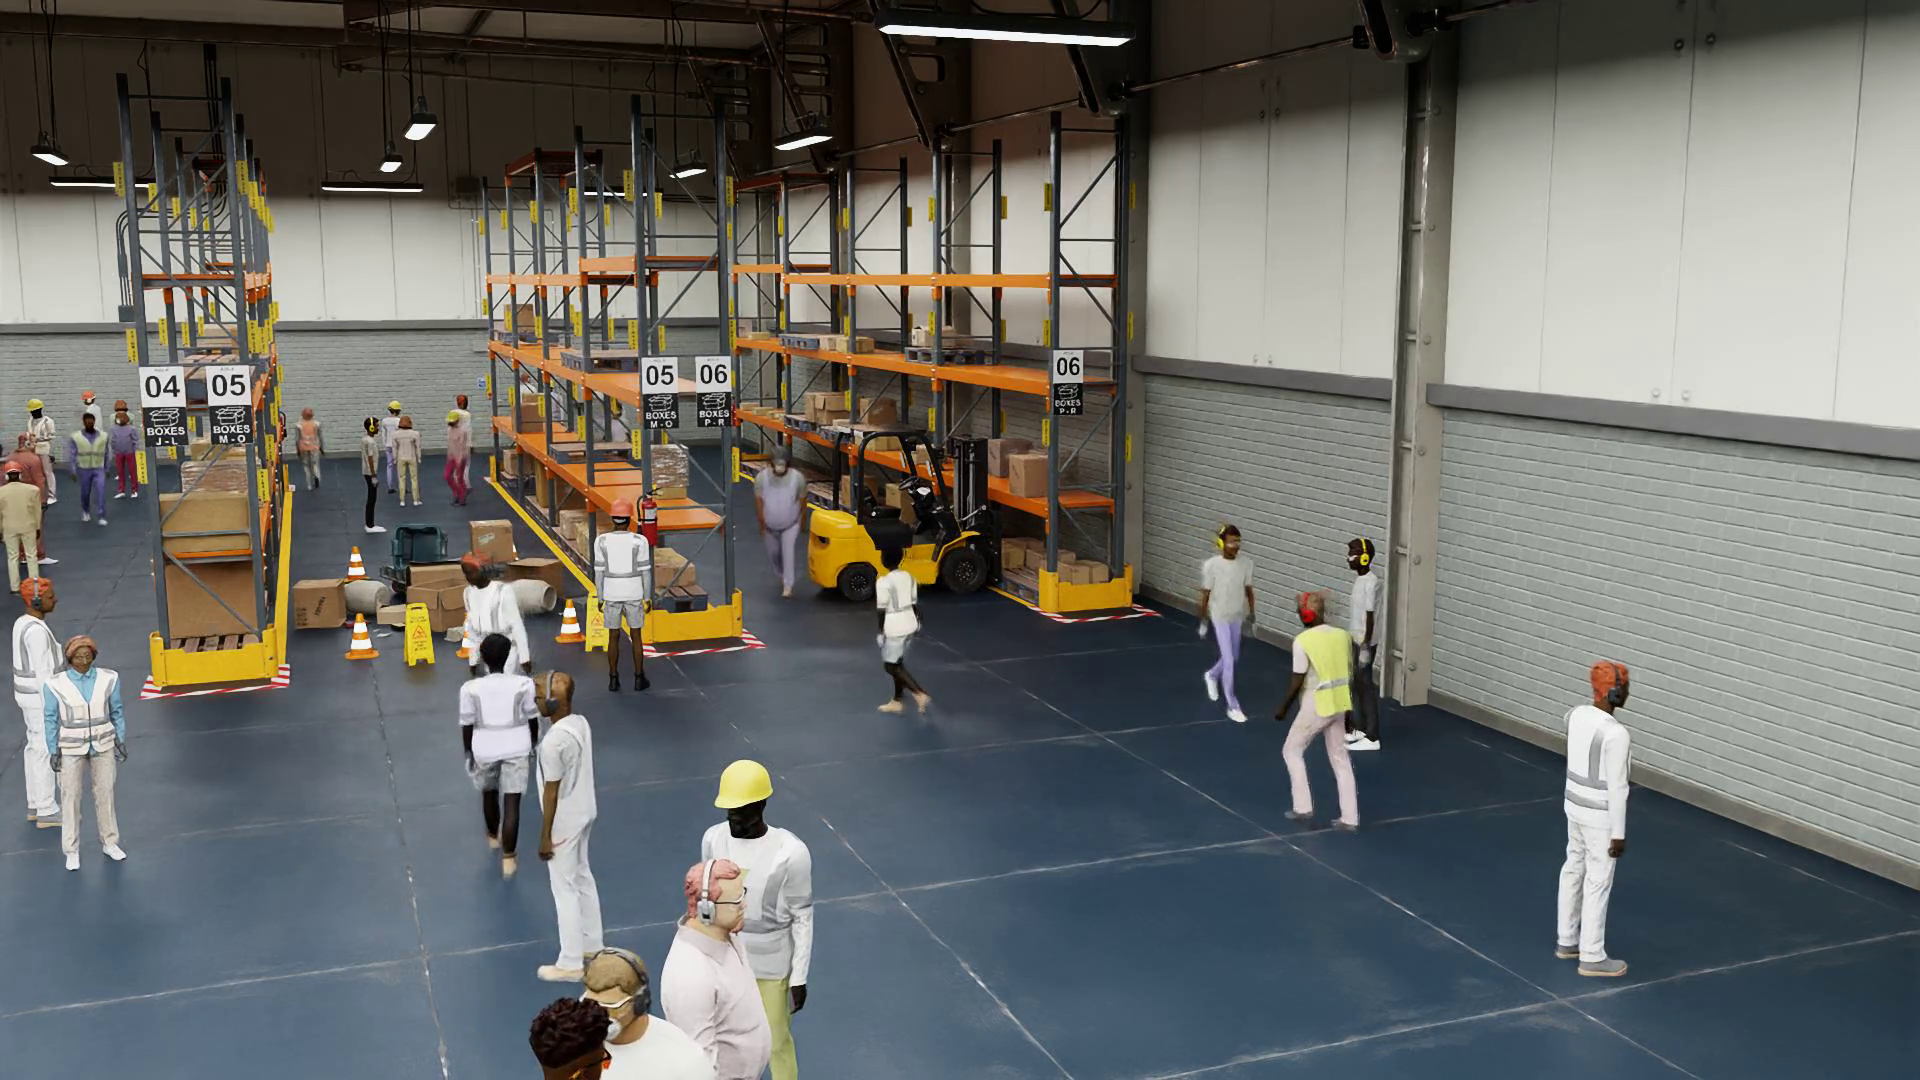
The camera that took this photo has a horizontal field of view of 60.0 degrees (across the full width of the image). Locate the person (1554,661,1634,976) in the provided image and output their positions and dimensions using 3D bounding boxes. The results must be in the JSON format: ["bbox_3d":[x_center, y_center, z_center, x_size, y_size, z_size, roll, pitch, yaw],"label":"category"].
[{"bbox_3d":[3.774,1.639,9.856,0.357,1.880,0.567,-2,9,-9],"label":"person"}]

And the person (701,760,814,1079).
[{"bbox_3d":[-0.966,1.952,7.718,0.594,1.926,0.366,4,10,24],"label":"person"}]

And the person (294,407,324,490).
[{"bbox_3d":[-12.475,-1.740,31.909,0.509,1.617,0.485,-4,10,-21],"label":"person"}]

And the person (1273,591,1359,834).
[{"bbox_3d":[2.663,1.284,12.362,0.575,1.791,0.714,-7,11,-37],"label":"person"}]

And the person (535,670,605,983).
[{"bbox_3d":[-2.318,1.669,9.804,0.336,1.836,0.504,2,9,10],"label":"person"}]

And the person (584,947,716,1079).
[{"bbox_3d":[-1.111,2.284,5.632,0.632,1.931,0.366,4,10,23],"label":"person"}]

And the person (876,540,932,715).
[{"bbox_3d":[-0.507,0.840,15.467,0.605,1.680,0.546,5,10,30],"label":"person"}]

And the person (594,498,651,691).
[{"bbox_3d":[-3.344,0.543,16.550,0.551,1.936,0.357,-1,9,-4],"label":"person"}]

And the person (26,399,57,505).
[{"bbox_3d":[-16.626,-1.588,30.075,0.623,1.917,0.406,2,9,15],"label":"person"}]

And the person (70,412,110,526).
[{"bbox_3d":[-14.491,-1.202,27.719,0.605,1.883,0.929,-7,11,-37],"label":"person"}]

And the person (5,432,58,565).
[{"bbox_3d":[-13.276,-0.587,23.782,0.636,1.903,0.405,4,10,25],"label":"person"}]

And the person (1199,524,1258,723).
[{"bbox_3d":[2.503,0.735,15.686,0.536,1.837,0.880,-3,10,-18],"label":"person"}]

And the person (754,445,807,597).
[{"bbox_3d":[-2.320,-0.323,21.683,0.679,2.000,0.863,0,9,2],"label":"person"}]

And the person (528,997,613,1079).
[{"bbox_3d":[-1.188,2.349,5.096,0.614,1.962,0.365,4,10,25],"label":"person"}]

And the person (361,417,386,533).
[{"bbox_3d":[-9.475,-1.047,26.809,0.316,1.866,0.524,-4,10,-24],"label":"person"}]

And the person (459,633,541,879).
[{"bbox_3d":[-3.193,1.463,11.619,0.539,1.650,0.868,-1,9,-9],"label":"person"}]

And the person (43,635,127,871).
[{"bbox_3d":[-6.117,1.472,11.651,0.513,1.638,0.309,-8,12,-42],"label":"person"}]

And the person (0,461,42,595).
[{"bbox_3d":[-12.225,-0.155,21.598,0.555,1.735,0.380,-5,10,-30],"label":"person"}]

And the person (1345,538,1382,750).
[{"bbox_3d":[3.516,0.905,14.536,0.320,1.860,0.506,0,9,3],"label":"person"}]

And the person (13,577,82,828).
[{"bbox_3d":[-6.908,1.212,12.511,0.337,1.882,0.584,-7,12,-39],"label":"person"}]

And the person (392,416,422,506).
[{"bbox_3d":[-9.929,-1.417,29.862,0.520,1.628,0.281,-1,9,-9],"label":"person"}]

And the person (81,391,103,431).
[{"bbox_3d":[-18.070,-2.232,34.635,0.348,1.743,0.566,-1,9,-8],"label":"person"}]

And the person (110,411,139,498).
[{"bbox_3d":[-15.539,-1.593,30.955,0.501,1.631,0.286,0,9,-3],"label":"person"}]

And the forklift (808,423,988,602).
[{"bbox_3d":[-0.830,-0.399,21.676,2.313,2.155,1.214,-4,10,-21],"label":"forklift"}]

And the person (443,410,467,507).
[{"bbox_3d":[-9.020,-1.449,29.720,0.522,1.740,0.384,6,11,35],"label":"person"}]

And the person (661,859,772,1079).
[{"bbox_3d":[-0.934,2.160,6.474,0.408,1.908,0.646,0,9,-3],"label":"person"}]

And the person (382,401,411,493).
[{"bbox_3d":[-10.703,-1.757,31.571,0.533,1.767,0.325,3,10,19],"label":"person"}]

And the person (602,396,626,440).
[{"bbox_3d":[-6.944,-2.066,33.315,0.429,1.837,0.625,-8,12,-42],"label":"person"}]

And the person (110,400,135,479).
[{"bbox_3d":[-16.991,-2.036,33.774,0.291,1.623,0.508,8,12,40],"label":"person"}]

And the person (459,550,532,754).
[{"bbox_3d":[-3.901,0.990,14.001,0.627,1.851,0.509,7,11,37],"label":"person"}]

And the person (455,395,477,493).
[{"bbox_3d":[-9.467,-1.830,31.681,0.575,1.880,0.358,7,12,39],"label":"person"}]
